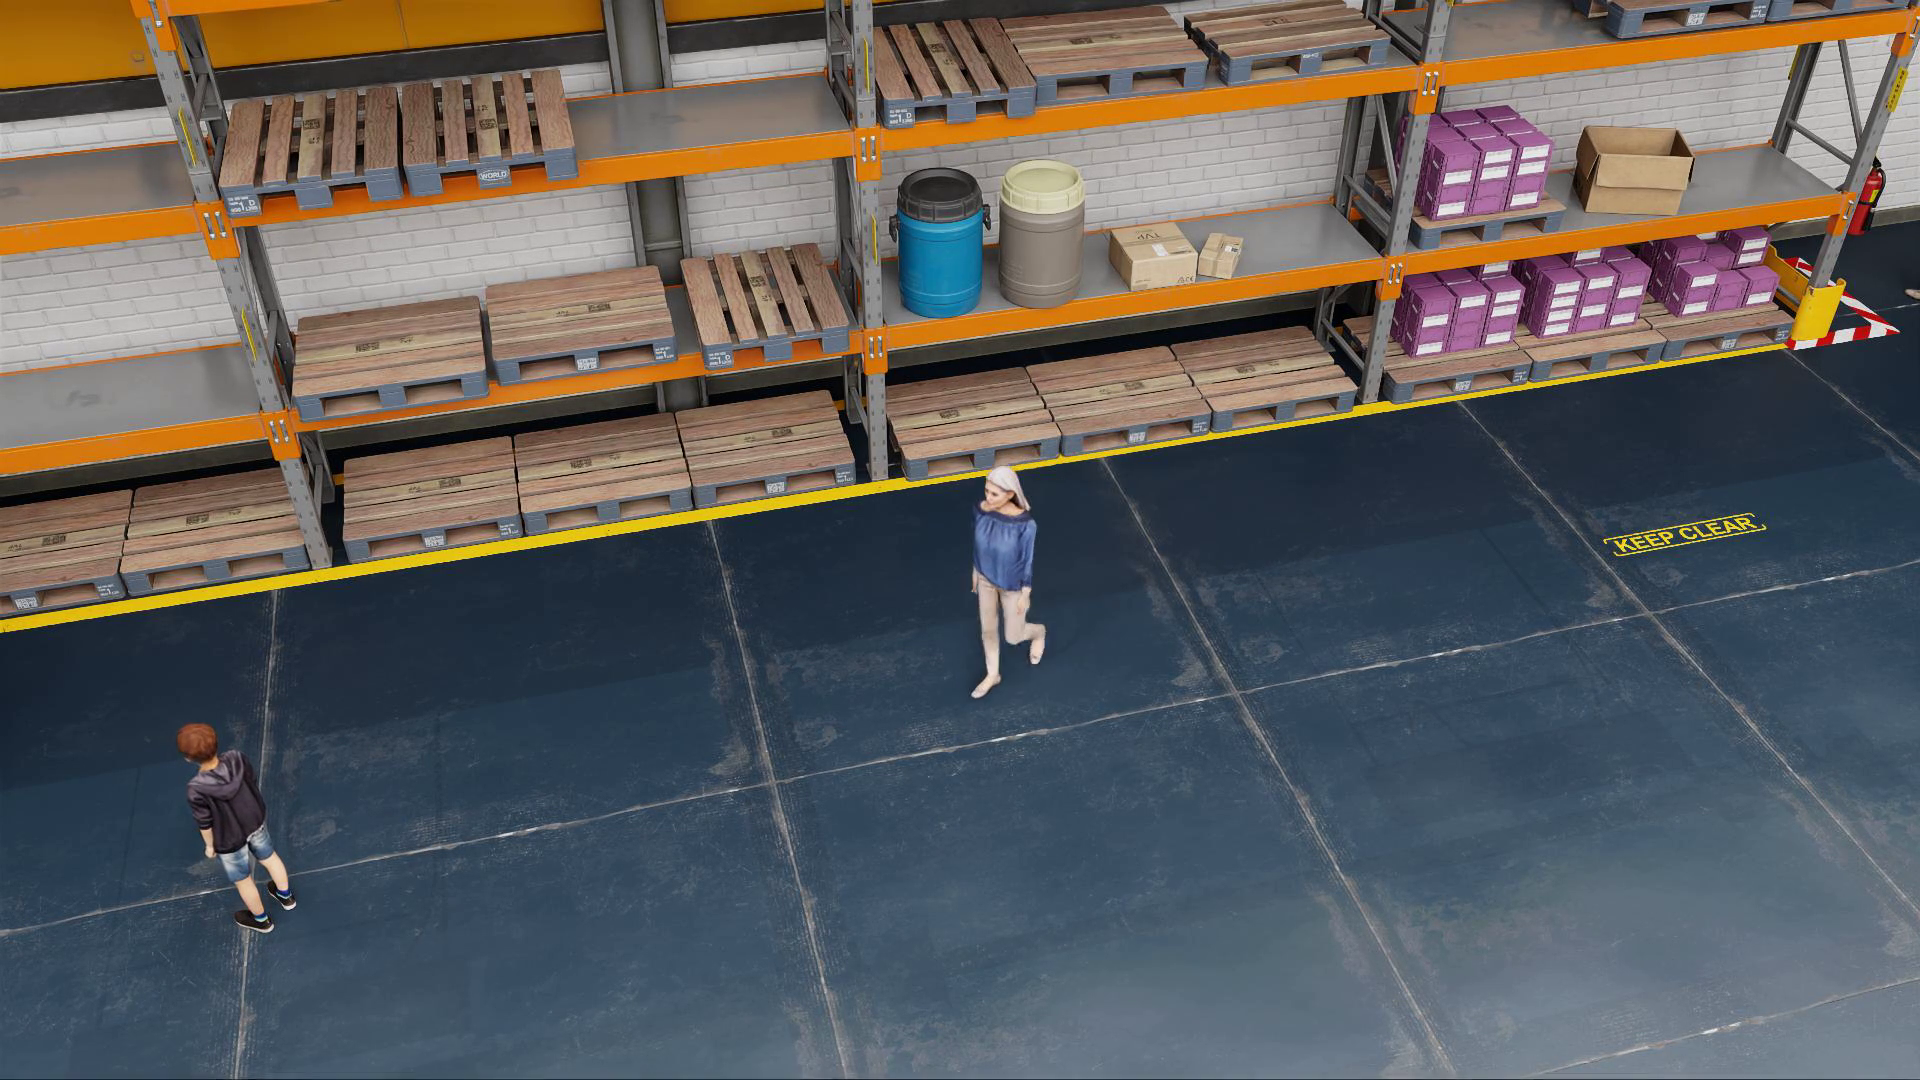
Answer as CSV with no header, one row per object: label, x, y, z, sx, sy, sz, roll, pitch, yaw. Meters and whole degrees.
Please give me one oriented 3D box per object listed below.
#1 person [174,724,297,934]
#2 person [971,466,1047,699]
person,-3.846,1.514,8.819,0.683,1.451,0.624,20,43,23
person,0.315,0.230,10.245,0.885,1.688,0.971,25,45,28
